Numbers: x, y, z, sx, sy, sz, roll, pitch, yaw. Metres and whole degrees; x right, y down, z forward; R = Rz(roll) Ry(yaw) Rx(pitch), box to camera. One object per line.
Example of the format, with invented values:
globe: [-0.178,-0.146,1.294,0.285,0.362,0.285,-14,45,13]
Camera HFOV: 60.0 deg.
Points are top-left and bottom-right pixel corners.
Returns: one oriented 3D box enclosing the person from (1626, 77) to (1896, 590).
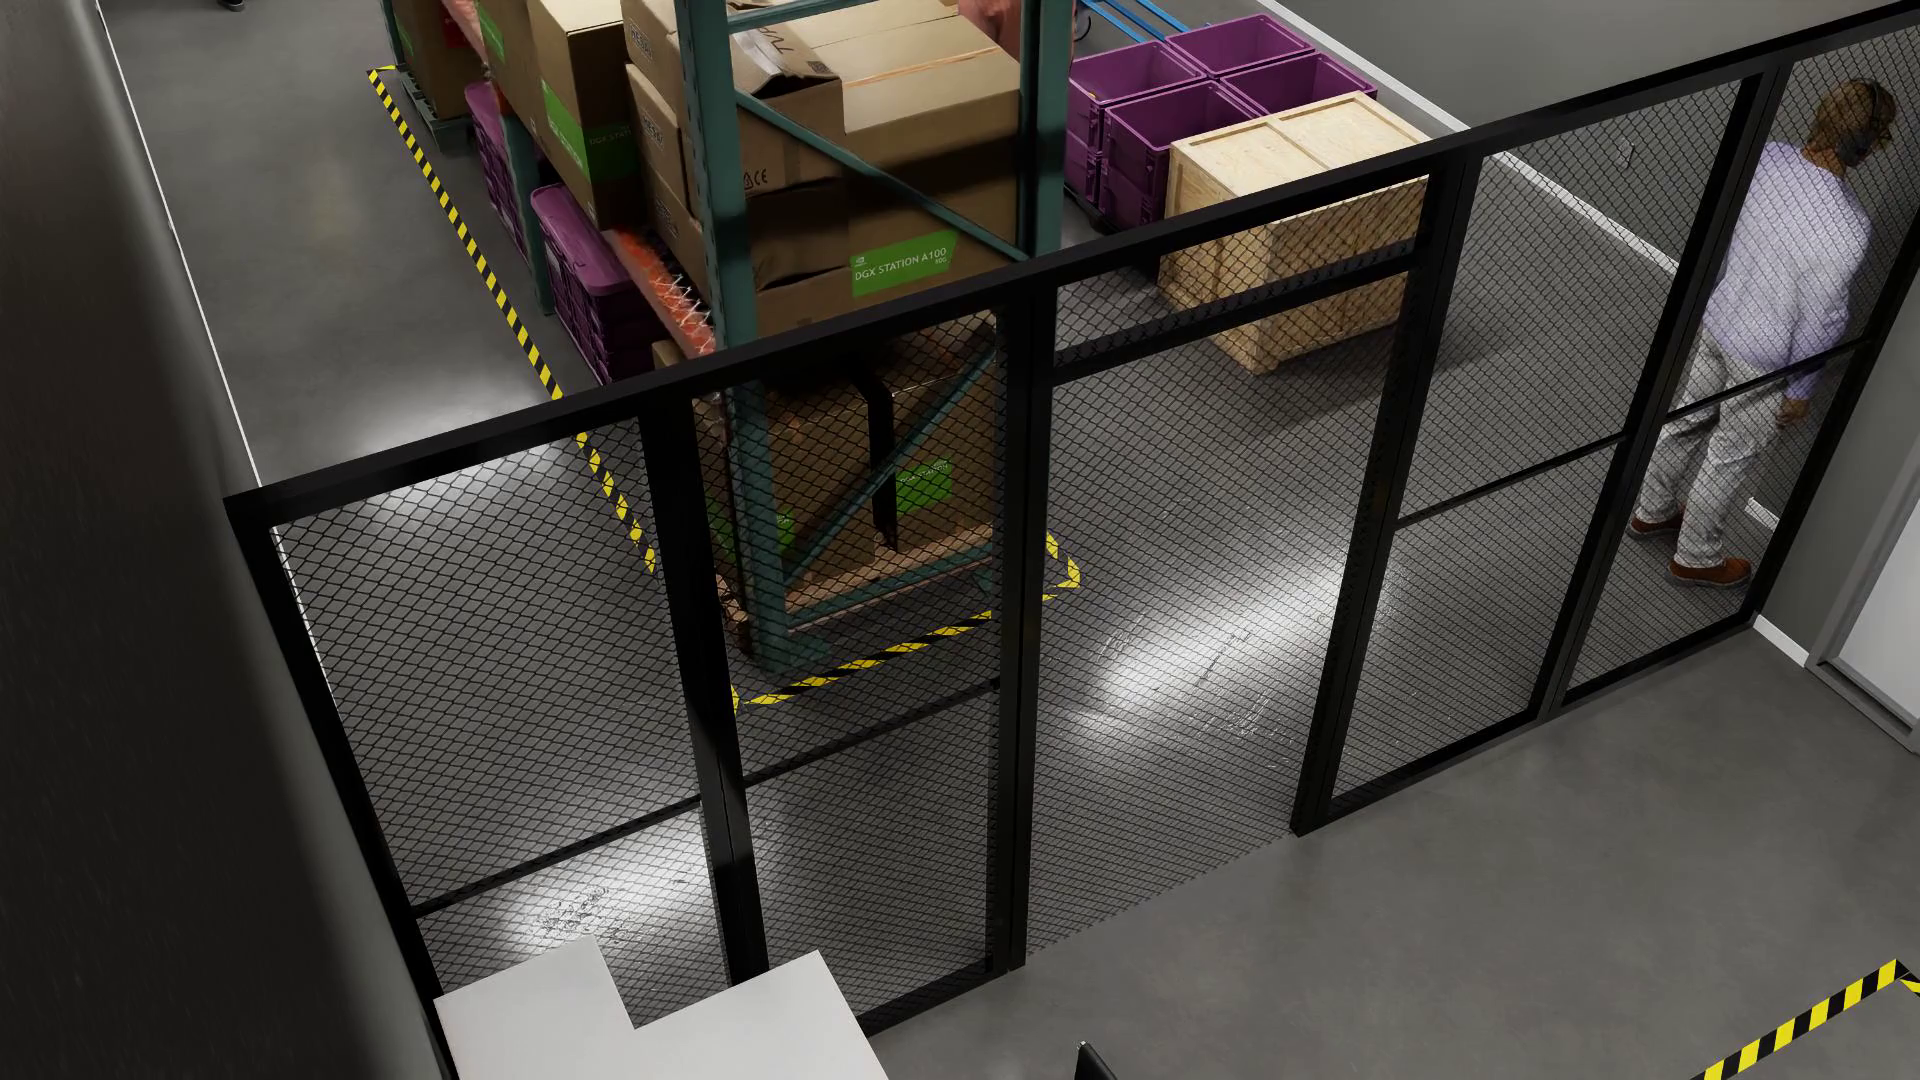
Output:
person: [2.725,-0.668,5.681,0.373,1.935,0.630,-8,43,-9]

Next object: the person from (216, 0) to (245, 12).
person: [-4.212,-3.894,9.280,0.589,1.837,0.403,-25,48,-25]

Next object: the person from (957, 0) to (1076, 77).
person: [0.207,-1.820,6.895,0.623,1.992,0.392,-31,51,-30]
